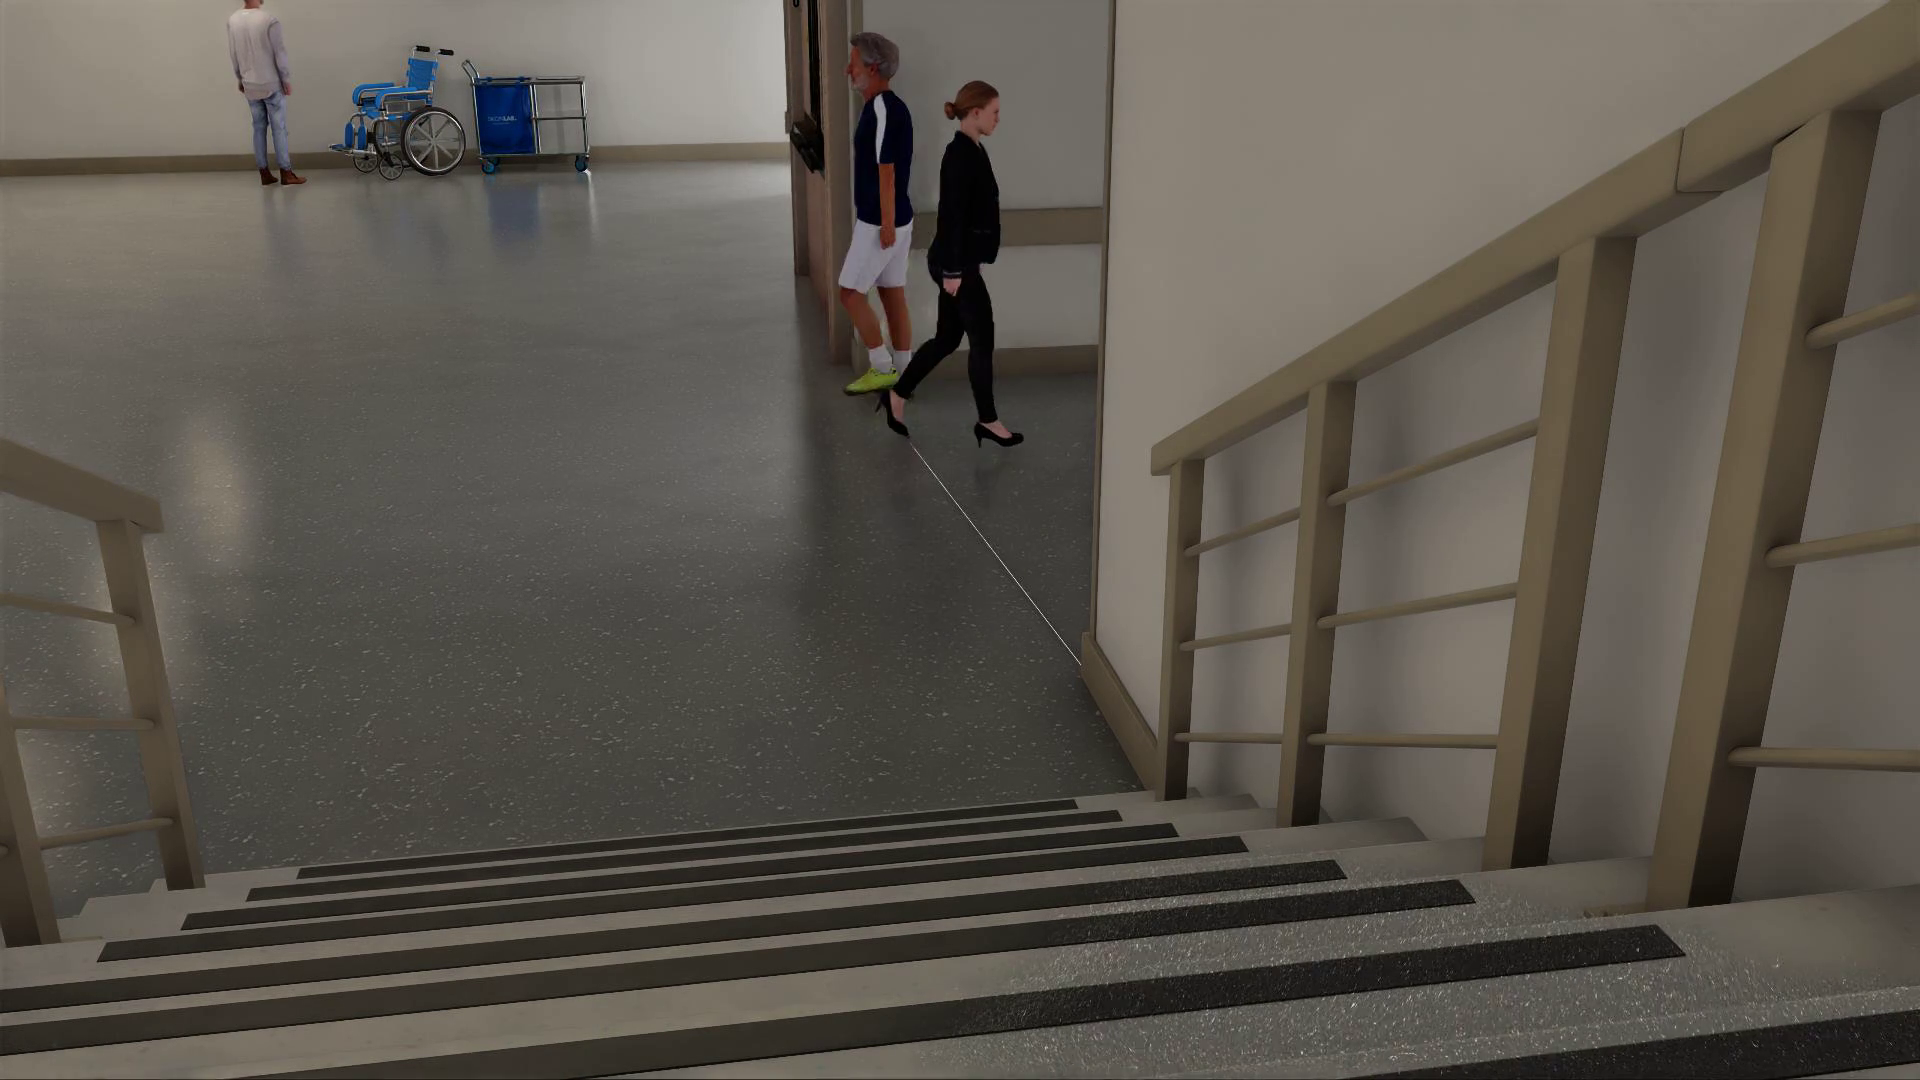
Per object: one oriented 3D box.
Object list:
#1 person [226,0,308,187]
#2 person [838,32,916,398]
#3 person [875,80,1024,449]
[{"bbox_3d":[-6.318,-4.155,15.081,0.750,1.839,0.683,4,21,9],"label":"person"},{"bbox_3d":[-0.309,-1.603,8.362,0.770,1.827,0.606,0,21,1],"label":"person"},{"bbox_3d":[-0.087,-1.227,7.615,0.885,1.651,0.965,4,21,9],"label":"person"}]
